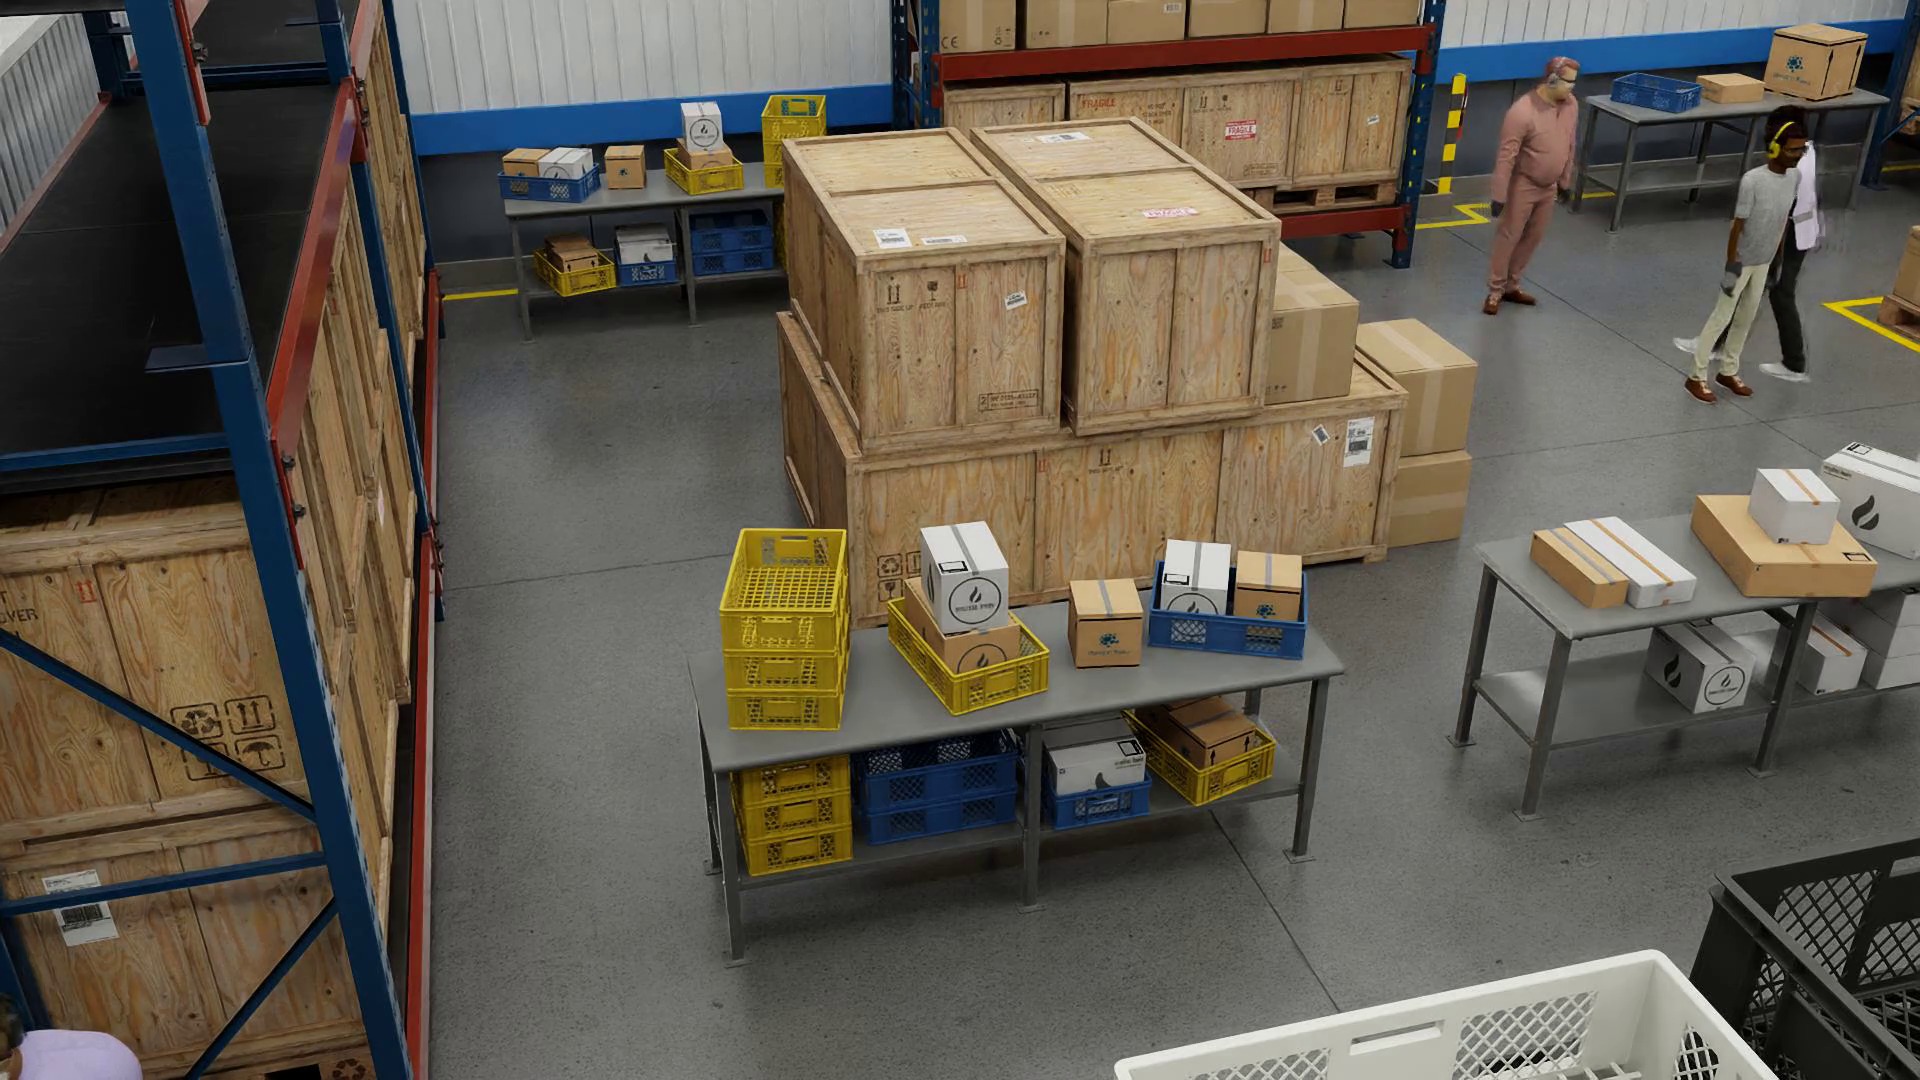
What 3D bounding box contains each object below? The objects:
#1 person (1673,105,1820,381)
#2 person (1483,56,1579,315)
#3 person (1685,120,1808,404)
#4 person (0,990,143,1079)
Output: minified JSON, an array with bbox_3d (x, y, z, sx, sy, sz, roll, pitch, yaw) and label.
[{"bbox_3d":[5.354,-1.981,11.052,0.929,1.852,0.679,16,32,26],"label":"person"},{"bbox_3d":[4.154,-2.562,12.081,0.700,1.889,0.411,-17,33,-29],"label":"person"},{"bbox_3d":[5.093,-1.780,10.690,0.511,1.861,0.349,-12,31,-20],"label":"person"},{"bbox_3d":[-2.234,1.807,4.103,0.626,1.933,0.371,-17,33,-28],"label":"person"}]
